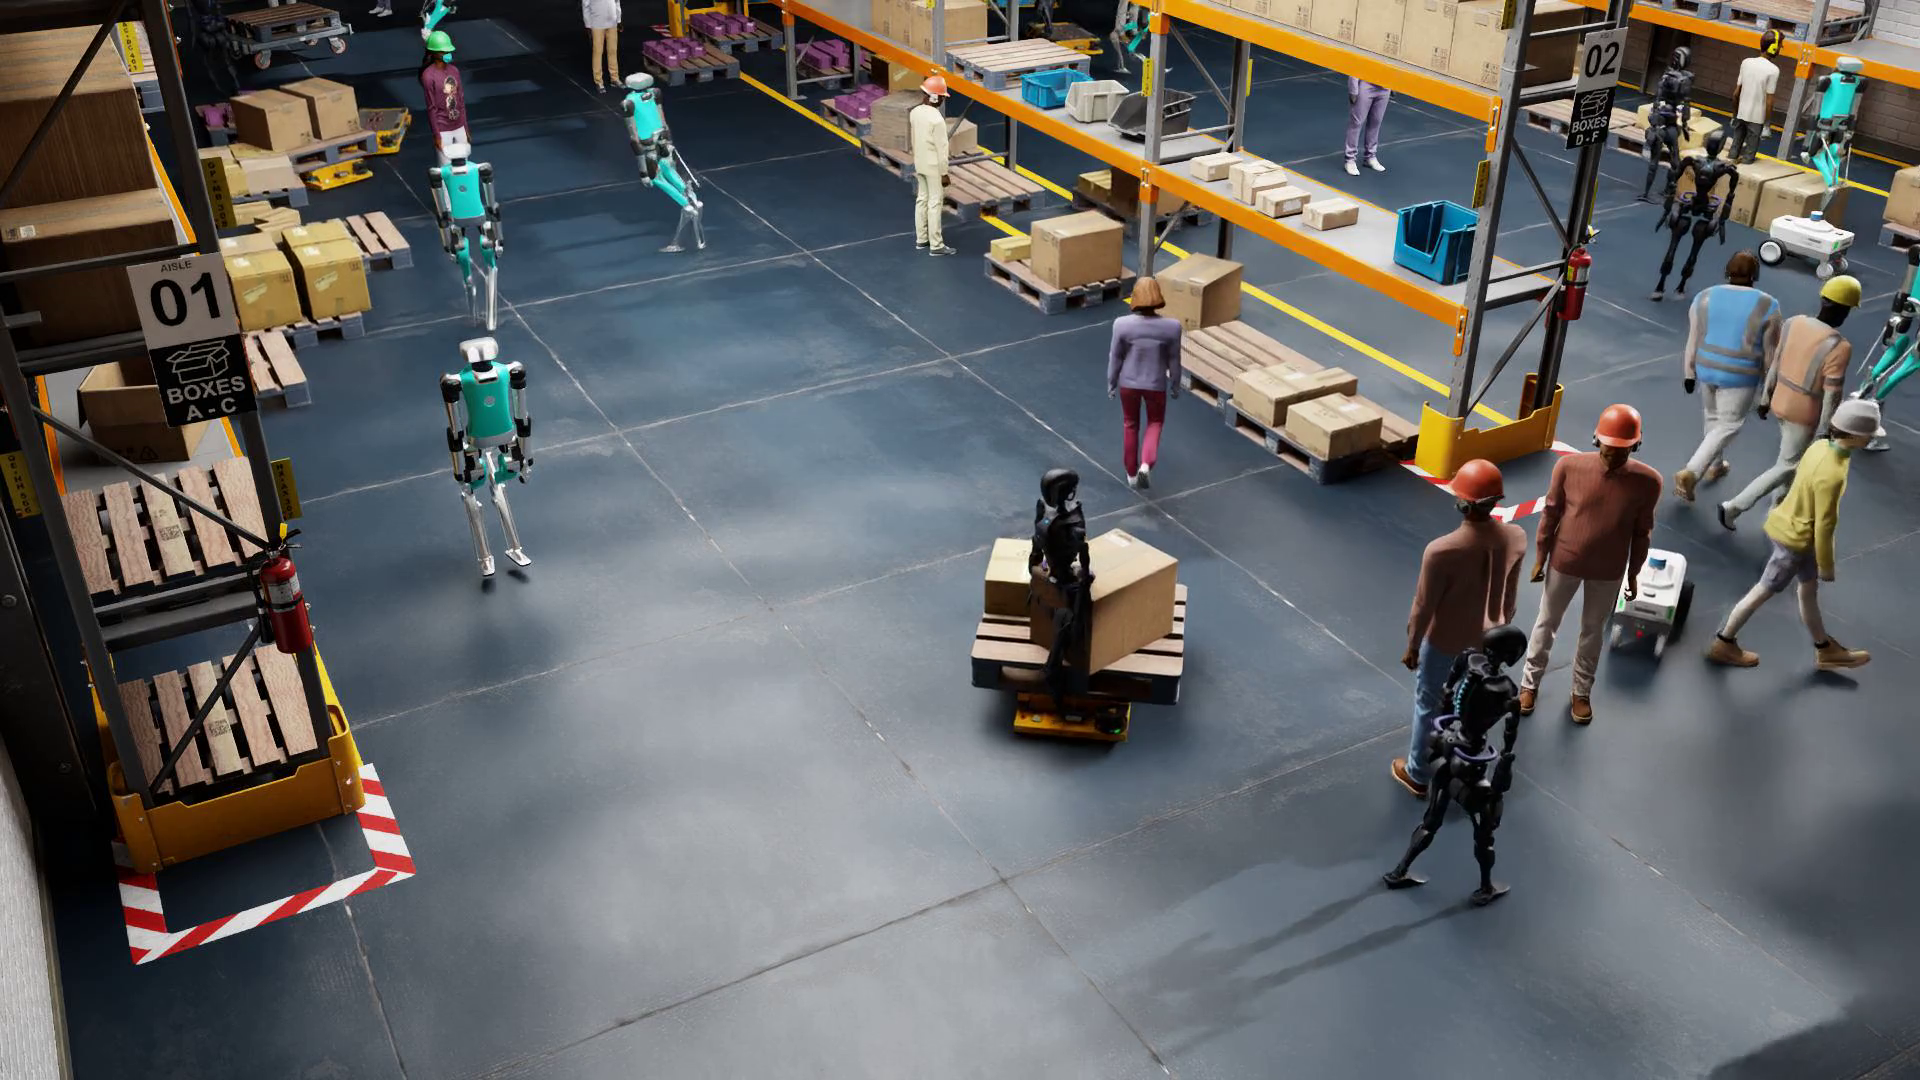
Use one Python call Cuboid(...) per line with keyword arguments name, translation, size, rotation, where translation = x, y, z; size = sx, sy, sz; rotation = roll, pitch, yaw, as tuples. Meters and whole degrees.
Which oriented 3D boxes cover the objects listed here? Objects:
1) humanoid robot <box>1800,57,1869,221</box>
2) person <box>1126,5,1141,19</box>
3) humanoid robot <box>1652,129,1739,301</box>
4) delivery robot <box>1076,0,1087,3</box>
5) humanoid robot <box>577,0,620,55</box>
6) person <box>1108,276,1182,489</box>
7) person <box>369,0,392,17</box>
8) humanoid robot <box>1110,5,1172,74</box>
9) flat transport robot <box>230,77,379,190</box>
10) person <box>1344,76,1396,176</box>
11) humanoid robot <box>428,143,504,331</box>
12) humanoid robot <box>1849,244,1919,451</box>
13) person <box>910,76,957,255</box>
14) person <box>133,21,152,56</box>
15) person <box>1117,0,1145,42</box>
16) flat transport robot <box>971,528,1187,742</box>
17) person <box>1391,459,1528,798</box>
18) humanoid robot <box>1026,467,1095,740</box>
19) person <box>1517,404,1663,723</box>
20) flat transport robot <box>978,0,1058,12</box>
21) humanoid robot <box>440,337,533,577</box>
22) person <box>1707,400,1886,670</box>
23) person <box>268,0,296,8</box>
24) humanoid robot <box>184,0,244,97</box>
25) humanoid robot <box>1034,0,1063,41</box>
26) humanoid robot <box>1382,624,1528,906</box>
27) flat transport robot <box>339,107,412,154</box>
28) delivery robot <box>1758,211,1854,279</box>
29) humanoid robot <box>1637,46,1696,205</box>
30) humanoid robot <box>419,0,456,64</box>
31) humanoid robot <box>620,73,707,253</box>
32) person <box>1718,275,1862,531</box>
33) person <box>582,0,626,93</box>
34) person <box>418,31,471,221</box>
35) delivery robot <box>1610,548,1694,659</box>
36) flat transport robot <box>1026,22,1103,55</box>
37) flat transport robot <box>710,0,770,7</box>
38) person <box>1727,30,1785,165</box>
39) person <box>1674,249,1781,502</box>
Cuboid(name="humanoid robot", translation=(8.857, -3.897, 16.746), size=(0.560, 1.786, 0.892), rotation=(-4, 30, -8))
Cuboid(name="person", translation=(2.679, -8.890, 25.300), size=(0.322, 1.846, 0.517), rotation=(6, 30, 10))
Cuboid(name="humanoid robot", translation=(6.694, -2.958, 15.160), size=(0.609, 1.642, 0.434), rotation=(14, 33, 23))
Cuboid(name="delivery robot", translation=(2.085, -8.939, 26.696), size=(0.801, 0.608, 0.499), rotation=(-8, 31, -14))
Cuboid(name="humanoid robot", translation=(-5.107, -7.698, 23.395), size=(0.591, 1.654, 0.382), rotation=(-7, 31, -11))
Cuboid(name="person", translation=(1.319, -1.086, 11.934), size=(0.538, 1.611, 0.452), rotation=(4, 30, 8))
Cuboid(name="person", translation=(-9.007, -8.893, 25.517), size=(0.279, 1.633, 0.498), rotation=(-22, 36, -33))
Cuboid(name="humanoid robot", translation=(2.330, -6.920, 21.977), size=(1.039, 1.720, 0.555), rotation=(8, 31, 14))
Cuboid(name="flat transport robot", translation=(-7.339, -4.232, 18.777), size=(1.431, 0.231, 0.659), rotation=(22, 36, 33))
Cuboid(name="person", translation=(4.612, -5.045, 18.555), size=(0.638, 1.903, 0.413), rotation=(-14, 33, -22))
Cuboid(name="humanoid robot", translation=(-4.266, -2.608, 14.589), size=(0.545, 1.899, 0.737), rotation=(-7, 31, -12))
Cuboid(name="humanoid robot", translation=(7.005, -1.417, 12.470), size=(0.664, 1.868, 0.540), rotation=(-10, 31, -17))
Cuboid(name="person", translation=(-0.258, -3.675, 16.324), size=(0.336, 1.741, 0.562), rotation=(-17, 34, -27))
Cuboid(name="person", translation=(-10.416, -6.520, 21.115), size=(0.562, 1.907, 0.675), rotation=(26, 39, 37))
Cuboid(name="person", translation=(2.513, -8.191, 24.038), size=(0.571, 1.897, 0.361), rotation=(-20, 36, -31))
Cuboid(name="flat transport robot", translation=(0.745, 0.726, 10.146), size=(0.659, 0.231, 1.431), rotation=(5, 30, 8))
Cuboid(name="person", translation=(2.645, 0.481, 8.857), size=(0.637, 1.986, 0.411), rotation=(-8, 31, -14))
Cuboid(name="humanoid robot", translation=(0.576, 0.318, 9.449), size=(0.418, 1.644, 0.608), rotation=(-16, 33, -25))
Cuboid(name="person", translation=(3.564, 0.134, 9.446), size=(0.608, 1.995, 0.376), rotation=(9, 31, 15))
Cuboid(name="flat transport robot", translation=(0.797, -8.553, 26.298), size=(1.431, 0.231, 0.659), rotation=(-3, 30, -6))
Cuboid(name="humanoid robot", translation=(-3.097, -0.602, 10.849), size=(0.533, 1.677, 0.735), rotation=(-16, 33, -25))
Cuboid(name="person", translation=(5.079, 0.016, 9.799), size=(0.938, 1.842, 0.471), rotation=(12, 32, 21))
Cuboid(name="person", translation=(-10.139, -8.510, 24.646), size=(0.632, 1.842, 0.429), rotation=(-15, 33, -24))
Cuboid(name="humanoid robot", translation=(-9.625, -6.525, 21.359), size=(0.416, 1.640, 0.603), rotation=(12, 32, 20))
Cuboid(name="humanoid robot", translation=(1.226, -7.548, 23.133), size=(0.349, 1.656, 0.615), rotation=(15, 33, 24))
Cuboid(name="humanoid robot", translation=(2.503, 1.072, 8.161), size=(0.607, 1.637, 0.624), rotation=(-9, 31, -15))
Cuboid(name="flat transport robot", translation=(-7.014, -4.916, 19.967), size=(0.659, 0.231, 1.431), rotation=(-5, 30, -8))
Cuboid(name="delivery robot", translation=(8.242, -2.895, 16.175), size=(0.499, 0.607, 0.808), rotation=(-20, 36, -31))
Cuboid(name="humanoid robot", translation=(7.508, -4.389, 17.634), size=(0.588, 1.648, 0.342), rotation=(-16, 34, -26))
Cuboid(name="humanoid robot", translation=(-7.229, -7.348, 22.719), size=(0.881, 1.767, 0.599), rotation=(-22, 37, -34))
Cuboid(name="humanoid robot", translation=(-2.806, -3.631, 16.269), size=(0.823, 1.780, 0.610), rotation=(16, 33, 25))
Cuboid(name="person", translation=(5.670, -0.894, 11.351), size=(0.801, 1.892, 0.594), rotation=(-6, 30, -11))
Cuboid(name="person", translation=(-4.629, -6.744, 21.658), size=(0.571, 1.748, 0.341), rotation=(-25, 38, -37))
Cuboid(name="person", translation=(-5.280, -4.268, 17.168), size=(0.431, 1.944, 0.482), rotation=(17, 34, 27))
Cuboid(name="delivery robot", translation=(4.361, 0.335, 10.508), size=(0.499, 0.564, 0.737), rotation=(14, 33, 23))
Cuboid(name="flat transport robot", translation=(1.498, -7.225, 23.987), size=(0.659, 0.231, 1.431), rotation=(-9, 31, -15))
Cuboid(name="flat transport robot", translation=(-3.262, -8.685, 26.528), size=(1.431, 0.231, 0.659), rotation=(-8, 31, -13))
Cuboid(name="person", translation=(8.324, -4.405, 17.478), size=(0.327, 1.865, 0.516), rotation=(-12, 32, -20))
Cuboid(name="person", translation=(5.440, -1.170, 11.908), size=(0.840, 1.804, 0.628), rotation=(-22, 37, -34))
